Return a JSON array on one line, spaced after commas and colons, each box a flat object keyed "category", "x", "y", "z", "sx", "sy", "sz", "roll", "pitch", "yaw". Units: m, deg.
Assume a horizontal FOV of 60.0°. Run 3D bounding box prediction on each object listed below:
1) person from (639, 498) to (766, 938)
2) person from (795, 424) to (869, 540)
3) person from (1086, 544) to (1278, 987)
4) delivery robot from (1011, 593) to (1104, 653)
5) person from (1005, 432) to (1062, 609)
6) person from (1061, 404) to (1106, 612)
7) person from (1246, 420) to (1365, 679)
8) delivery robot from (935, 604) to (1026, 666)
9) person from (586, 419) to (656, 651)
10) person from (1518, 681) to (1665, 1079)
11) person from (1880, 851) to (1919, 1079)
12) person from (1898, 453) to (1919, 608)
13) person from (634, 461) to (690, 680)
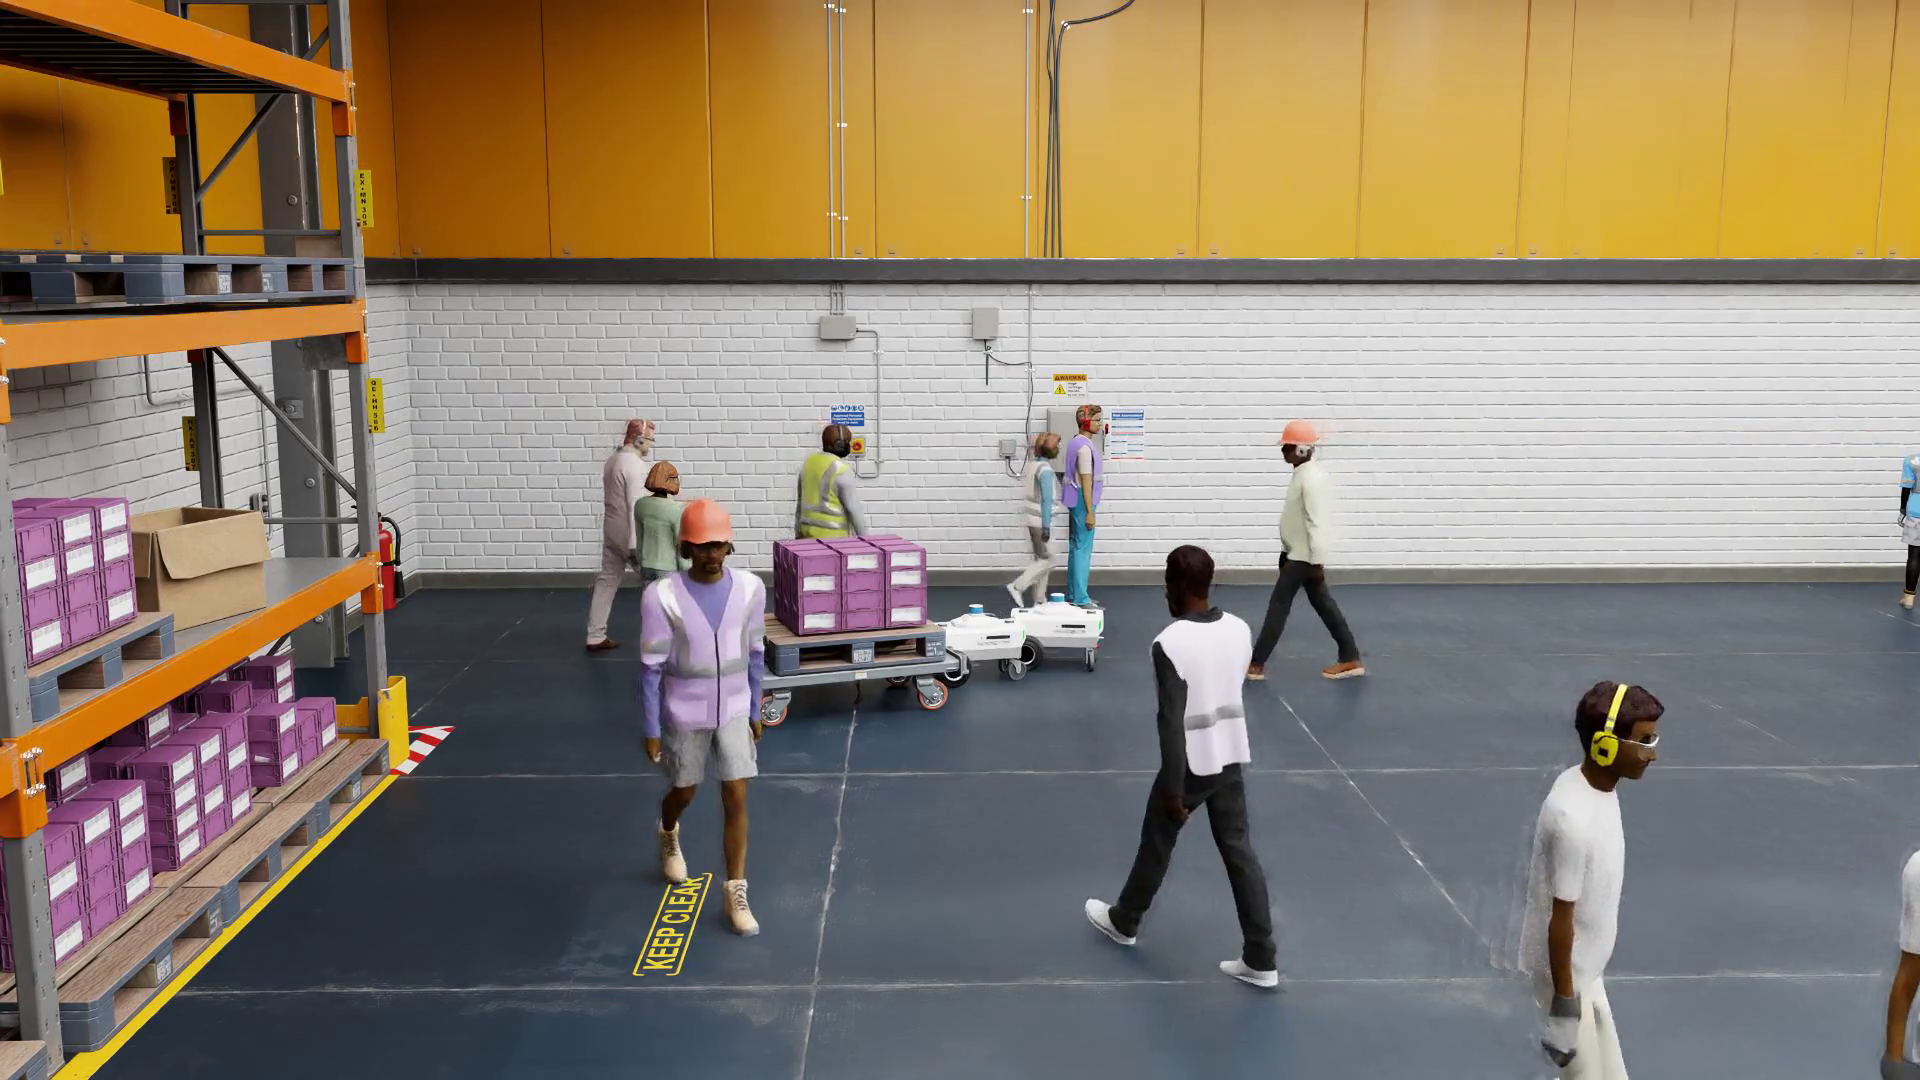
[{"category": "person", "x": -1.228, "y": 0.772, "z": 7.828, "sx": 0.619, "sy": 2.013, "sz": 0.951, "roll": -5, "pitch": 10, "yaw": -27}, {"category": "person", "x": -0.963, "y": -0.033, "z": 13.361, "sx": 0.925, "sy": 1.796, "sz": 0.639, "roll": -7, "pitch": 11, "yaw": -35}, {"category": "person", "x": 1.008, "y": 0.942, "z": 7.202, "sx": 0.613, "sy": 1.860, "sz": 1.027, "roll": -8, "pitch": 12, "yaw": -39}, {"category": "delivery robot", "x": 0.745, "y": 0.650, "z": 12.695, "sx": 0.707, "sy": 0.478, "sz": 0.477, "roll": 1, "pitch": 9, "yaw": 4}, {"category": "person", "x": 0.660, "y": -0.143, "z": 14.557, "sx": 0.447, "sy": 1.622, "sz": 0.569, "roll": -2, "pitch": 9, "yaw": -9}, {"category": "person", "x": 1.091, "y": -0.285, "z": 14.765, "sx": 0.382, "sy": 1.845, "sz": 0.571, "roll": -1, "pitch": 9, "yaw": -5}, {"category": "person", "x": 2.519, "y": 0.083, "z": 12.254, "sx": 1.055, "sy": 1.940, "sz": 0.630, "roll": 1, "pitch": 9, "yaw": 9}, {"category": "delivery robot", "x": 0.120, "y": 0.719, "z": 12.274, "sx": 0.707, "sy": 0.478, "sz": 0.477, "roll": -2, "pitch": 10, "yaw": -15}, {"category": "person", "x": -2.550, "y": -0.030, "z": 13.175, "sx": 0.921, "sy": 1.847, "sz": 0.764, "roll": -5, "pitch": 11, "yaw": -30}, {"category": "person", "x": 1.810, "y": 1.306, "z": 5.014, "sx": 0.480, "sy": 1.845, "sz": 0.527, "roll": 5, "pitch": 10, "yaw": 27}, {"category": "person", "x": 2.725, "y": 1.408, "z": 4.440, "sx": 0.514, "sy": 1.840, "sz": 0.924, "roll": 5, "pitch": 10, "yaw": 27}, {"category": "person", "x": 8.654, "y": -0.219, "z": 14.820, "sx": 0.539, "sy": 1.695, "sz": 0.319, "roll": 4, "pitch": 10, "yaw": 26}, {"category": "person", "x": -2.198, "y": 0.227, "z": 12.307, "sx": 0.494, "sy": 1.624, "sz": 0.279, "roll": 5, "pitch": 11, "yaw": 30}]
